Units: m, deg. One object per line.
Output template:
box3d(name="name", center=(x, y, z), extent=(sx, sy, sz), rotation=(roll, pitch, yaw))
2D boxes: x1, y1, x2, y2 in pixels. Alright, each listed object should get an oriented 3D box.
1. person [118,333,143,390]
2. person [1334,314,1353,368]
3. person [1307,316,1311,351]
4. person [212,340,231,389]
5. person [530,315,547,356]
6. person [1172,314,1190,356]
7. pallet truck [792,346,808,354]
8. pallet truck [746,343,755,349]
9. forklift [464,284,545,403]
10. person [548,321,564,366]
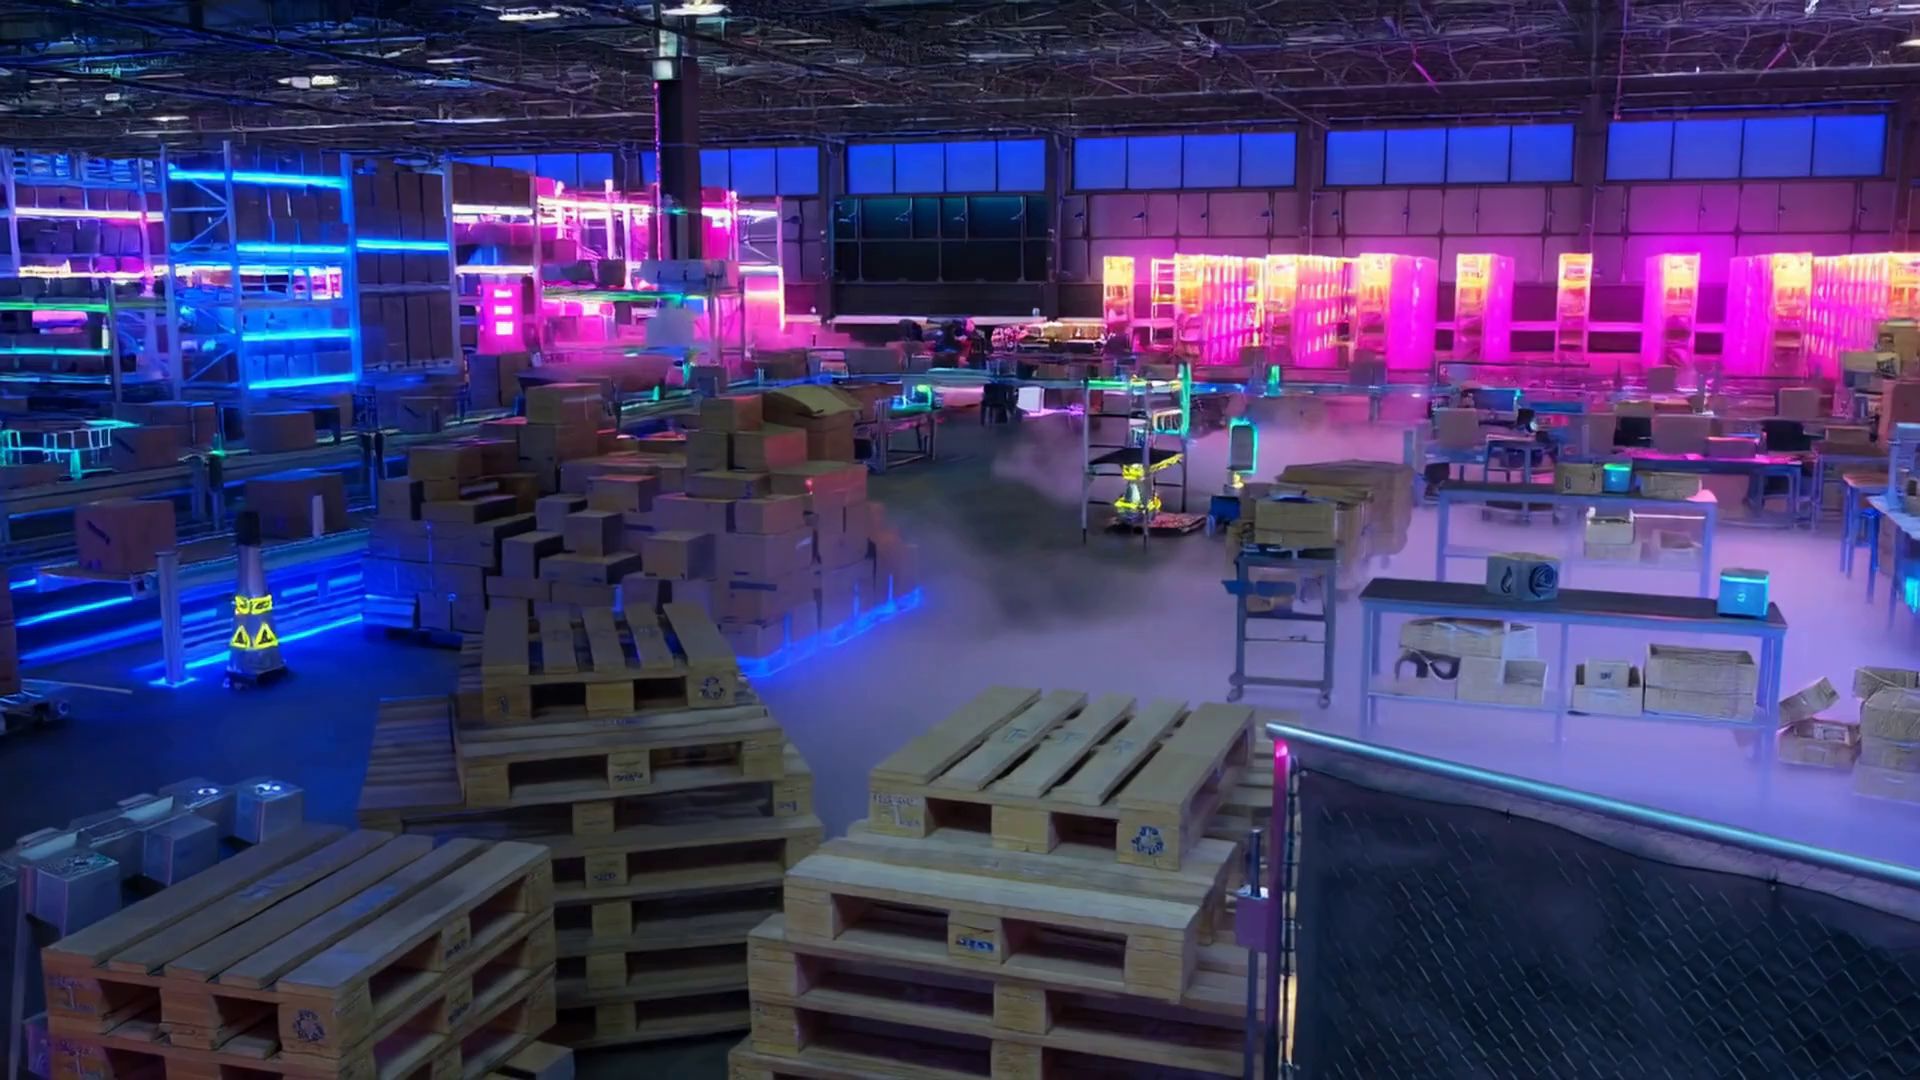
box3d(name="person", center=(-21.422, -4.546, 42.739), extent=(0.494, 1.571, 0.875), rotation=(3, 10, 19))
box3d(name="person", center=(11.987, -6.139, 51.920), extent=(0.600, 1.829, 0.404), rotation=(7, 12, 38))
box3d(name="person", center=(12.376, -7.348, 59.461), extent=(0.389, 1.846, 0.567), rotation=(2, 9, 10))
box3d(name="person", center=(-19.791, -5.095, 44.812), extent=(0.614, 2.020, 0.895), rotation=(4, 10, 21))
box3d(name="person", center=(-11.991, -5.401, 47.042), extent=(0.570, 1.905, 0.875), rotation=(3, 9, 16))
box3d(name="person", center=(6.655, -5.898, 50.109), extent=(0.615, 1.923, 0.603), rotation=(6, 11, 32))
box3d(name="pallet truck", center=(-3.705, -4.298, 42.022), extent=(0.653, 1.274, 1.630), rotation=(3, 10, 20))
box3d(name="pallet truck", center=(-6.183, -4.618, 44.264), extent=(1.601, 1.201, 0.680), rotation=(-9, 12, -43))
box3d(name="forklift", center=(-10.832, -4.702, 39.610), extent=(1.129, 2.768, 1.873), rotation=(3, 10, 20))
box3d(name="person", center=(-10.751, -4.925, 44.305), extent=(0.403, 1.827, 0.600), rotation=(-2, 9, -10))
